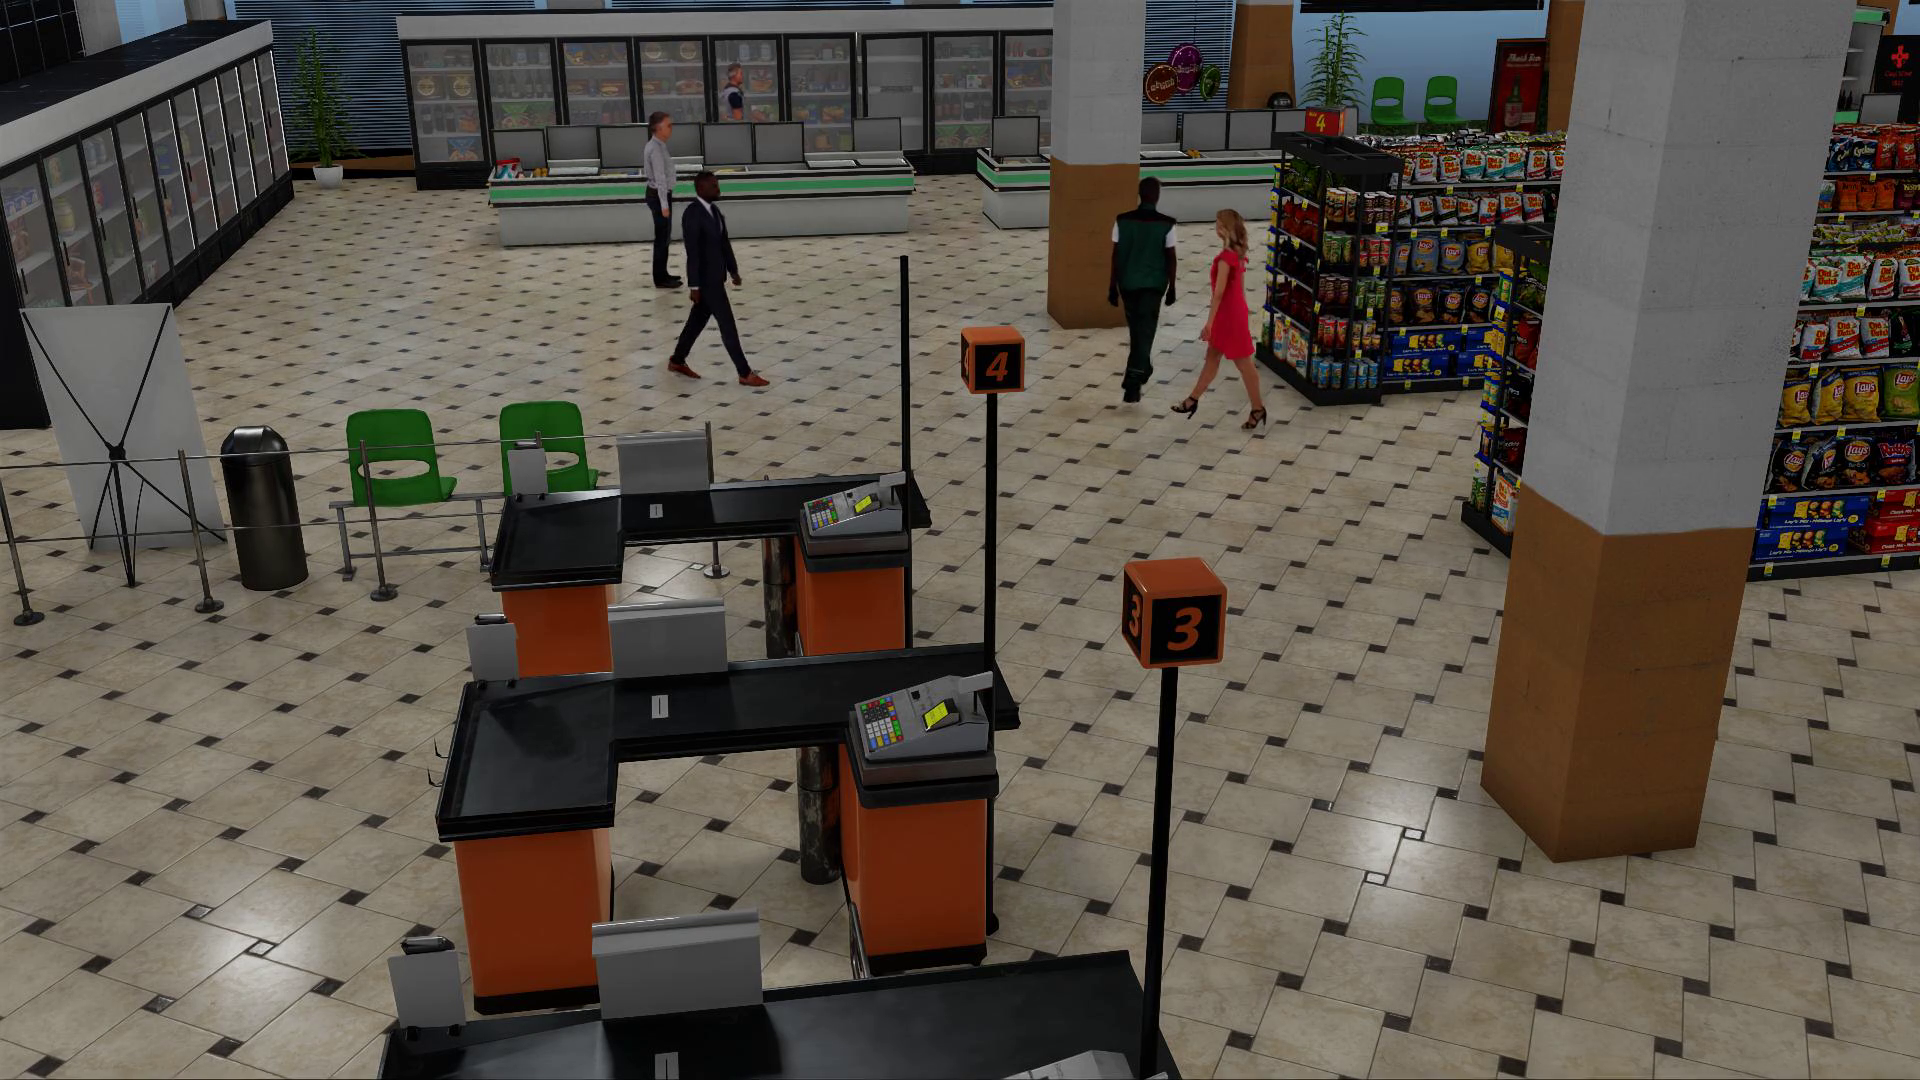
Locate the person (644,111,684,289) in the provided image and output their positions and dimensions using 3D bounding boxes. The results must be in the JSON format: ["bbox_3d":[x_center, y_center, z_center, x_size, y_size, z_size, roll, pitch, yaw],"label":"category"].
[{"bbox_3d":[-3.125,-3.547,17.327,0.565,1.816,0.655,-5,22,-13],"label":"person"}]

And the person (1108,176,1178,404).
[{"bbox_3d":[1.465,-1.964,13.430,1.276,1.783,1.166,8,23,19],"label":"person"}]

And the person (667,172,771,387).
[{"bbox_3d":[-2.181,-2.164,13.928,1.292,1.783,1.001,5,22,12],"label":"person"}]

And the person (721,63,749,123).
[{"bbox_3d":[-2.972,-5.215,21.482,0.807,1.812,0.709,-5,22,-11],"label":"person"}]

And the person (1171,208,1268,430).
[{"bbox_3d":[2.181,-1.673,12.840,1.136,1.684,0.995,6,23,15],"label":"person"}]
